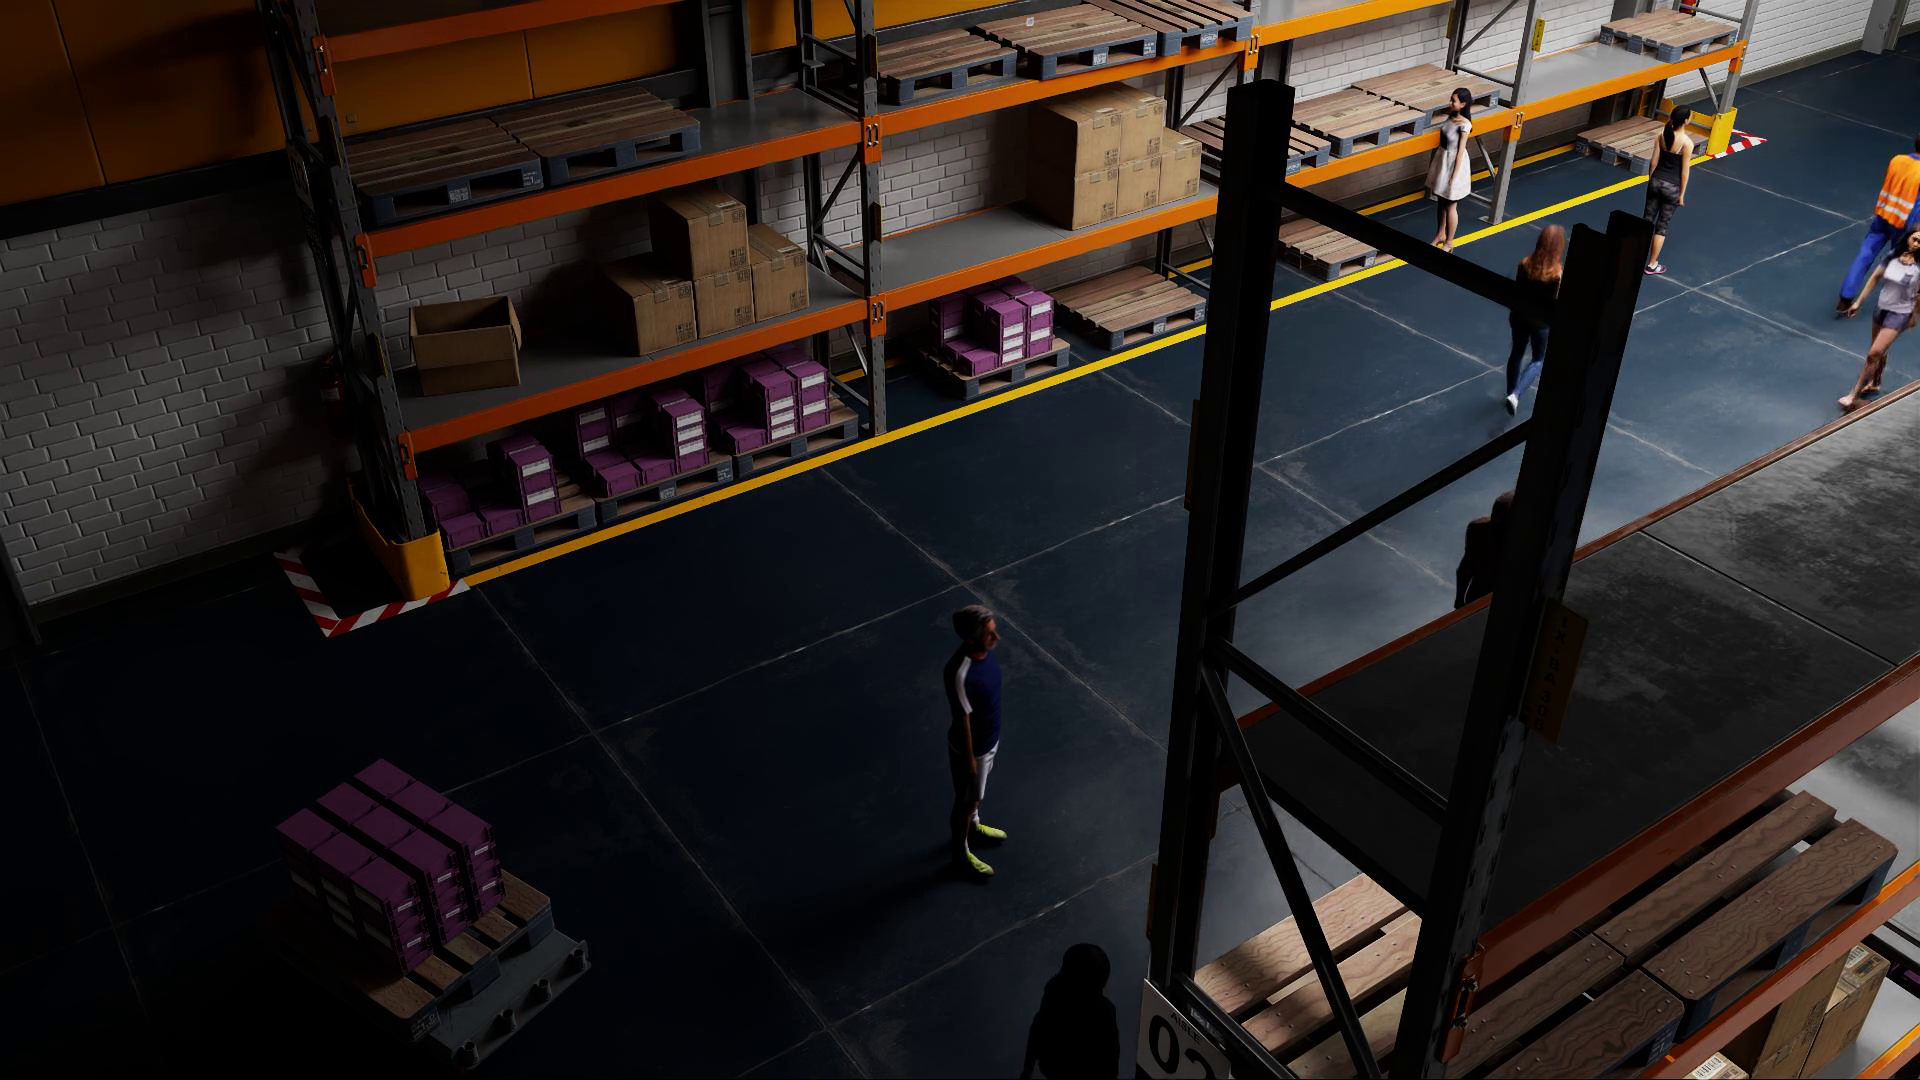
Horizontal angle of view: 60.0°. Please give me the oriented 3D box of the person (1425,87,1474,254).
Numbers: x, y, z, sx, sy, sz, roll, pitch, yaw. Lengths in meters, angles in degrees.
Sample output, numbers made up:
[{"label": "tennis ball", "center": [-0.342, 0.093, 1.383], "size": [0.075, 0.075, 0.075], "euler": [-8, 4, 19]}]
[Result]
[{"label": "person", "center": [5.016, -3.765, 17.030], "size": [0.785, 1.769, 0.769], "euler": [-5, 34, -7]}]

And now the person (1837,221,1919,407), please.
[{"label": "person", "center": [8.164, -1.987, 14.431], "size": [0.893, 1.684, 0.743], "euler": [-12, 35, -17]}]

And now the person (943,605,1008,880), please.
[{"label": "person", "center": [0.080, 1.125, 9.610], "size": [0.784, 1.839, 0.704], "euler": [9, 35, 13]}]

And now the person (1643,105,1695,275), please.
[{"label": "person", "center": [7.065, -3.522, 16.699], "size": [0.536, 1.729, 0.567], "euler": [-23, 40, -30]}]

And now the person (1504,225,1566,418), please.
[{"label": "person", "center": [4.852, -1.842, 14.194], "size": [0.711, 1.704, 0.946], "euler": [25, 41, 32]}]

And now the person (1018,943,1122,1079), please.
[{"label": "person", "center": [0.590, 2.452, 7.775], "size": [0.728, 1.661, 1.194], "euler": [28, 43, 35]}]

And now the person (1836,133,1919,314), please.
[{"label": "person", "center": [8.812, -2.988, 15.817], "size": [1.246, 1.818, 0.819], "euler": [-15, 37, -22]}]
